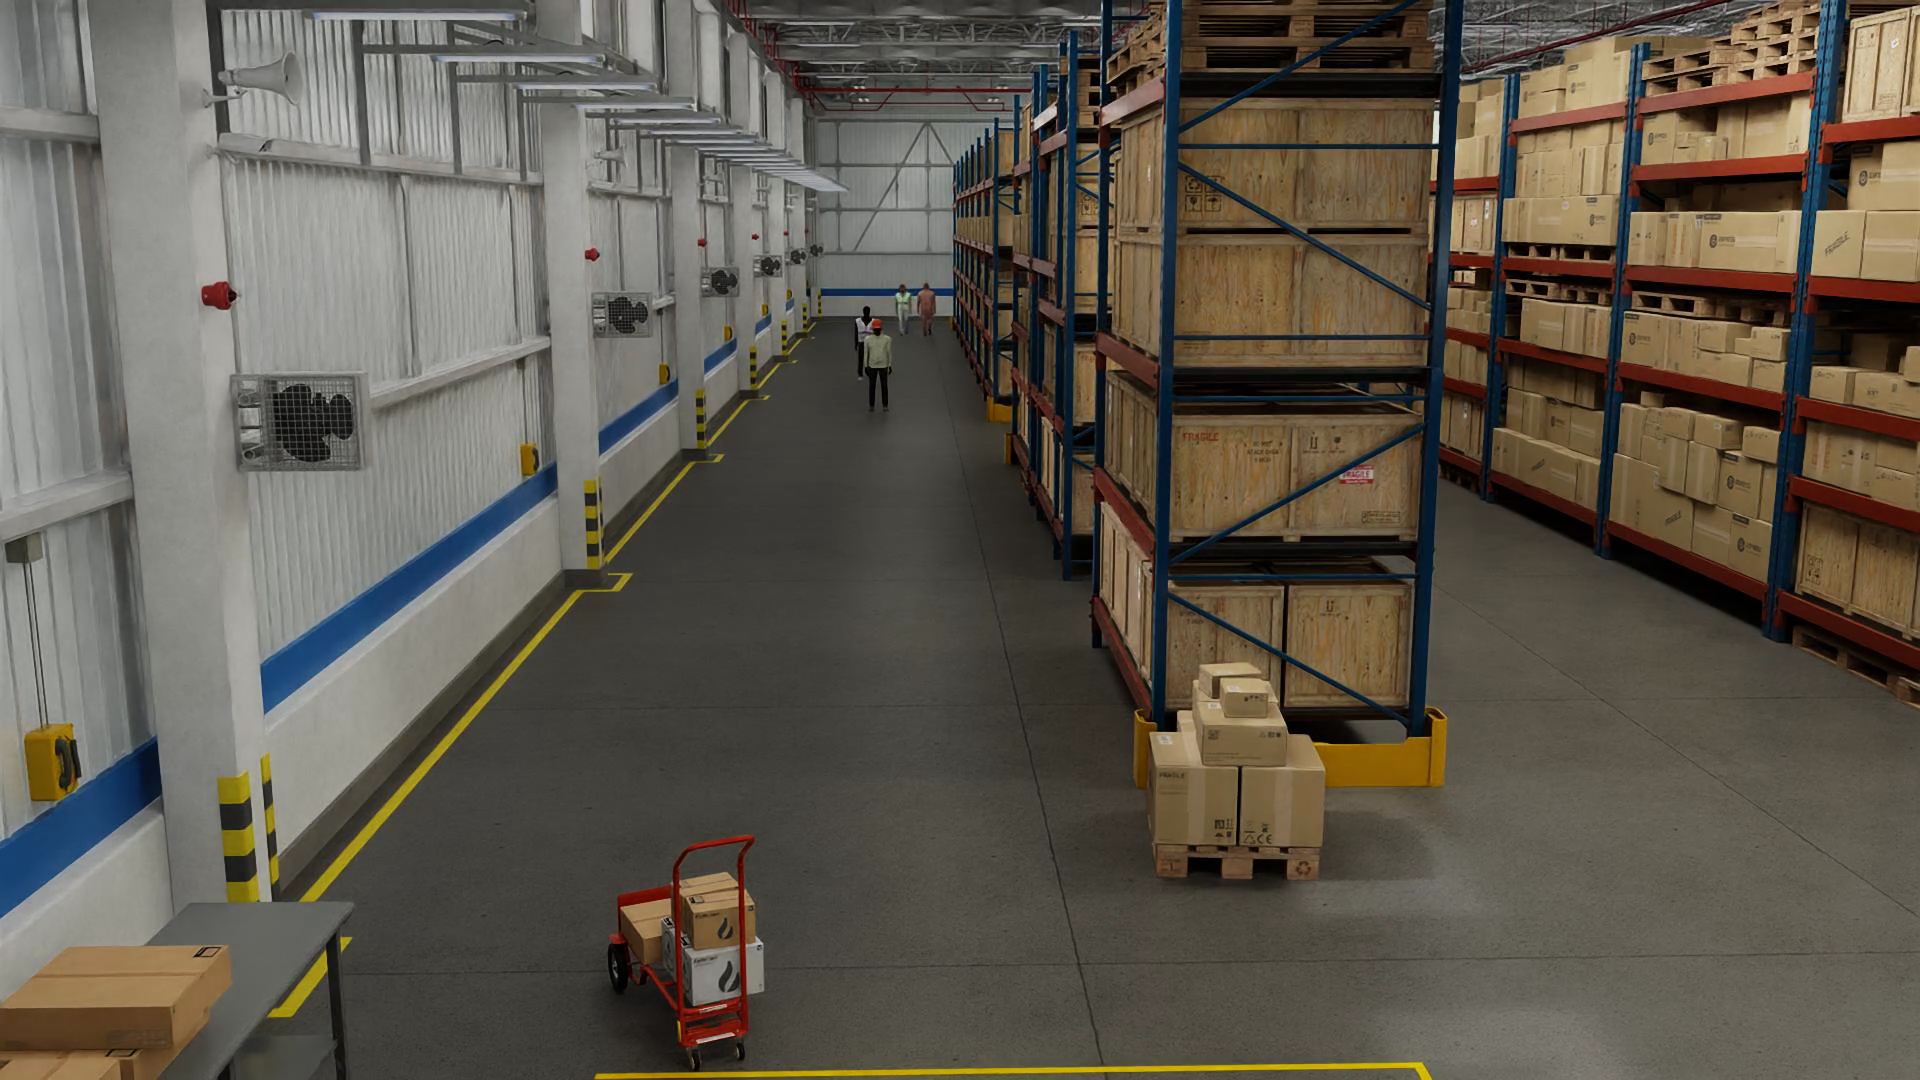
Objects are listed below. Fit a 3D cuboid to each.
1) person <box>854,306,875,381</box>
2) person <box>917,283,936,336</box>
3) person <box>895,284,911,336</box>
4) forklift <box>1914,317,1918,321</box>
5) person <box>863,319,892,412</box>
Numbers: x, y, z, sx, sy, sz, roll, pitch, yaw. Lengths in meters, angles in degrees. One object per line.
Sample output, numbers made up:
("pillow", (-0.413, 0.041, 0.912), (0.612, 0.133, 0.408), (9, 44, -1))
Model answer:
("person", (-2.403, -5.027, 42.551), (0.599, 1.908, 0.402), (-2, 11, -8))
("person", (-1.207, -8.212, 59.235), (0.677, 1.850, 0.996), (0, 11, -1))
("person", (-2.022, -8.206, 59.277), (0.577, 1.832, 0.652), (0, 11, 1))
("forklift", (12.261, -1.490, 21.600), (1.129, 2.768, 1.873), (0, 11, -2))
("person", (-1.759, -3.740, 35.645), (0.613, 1.988, 0.404), (-1, 11, -6))
